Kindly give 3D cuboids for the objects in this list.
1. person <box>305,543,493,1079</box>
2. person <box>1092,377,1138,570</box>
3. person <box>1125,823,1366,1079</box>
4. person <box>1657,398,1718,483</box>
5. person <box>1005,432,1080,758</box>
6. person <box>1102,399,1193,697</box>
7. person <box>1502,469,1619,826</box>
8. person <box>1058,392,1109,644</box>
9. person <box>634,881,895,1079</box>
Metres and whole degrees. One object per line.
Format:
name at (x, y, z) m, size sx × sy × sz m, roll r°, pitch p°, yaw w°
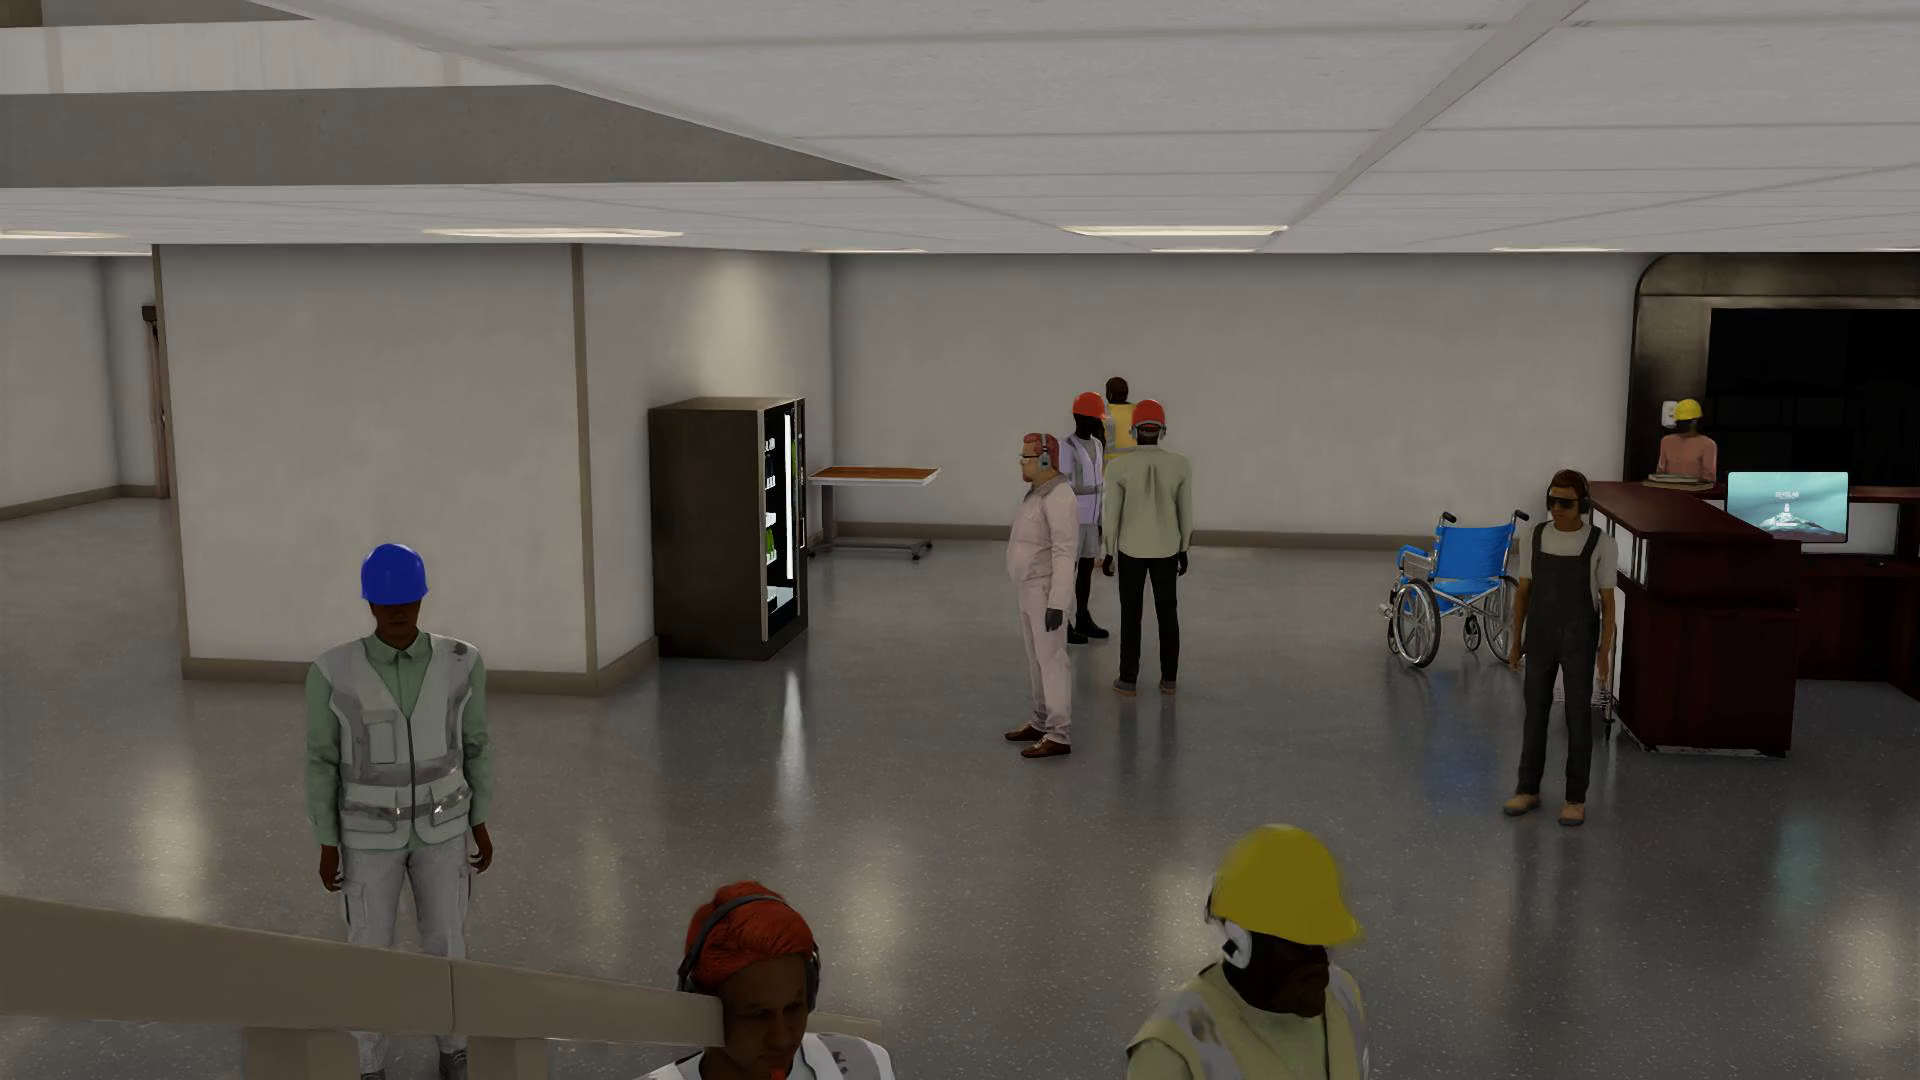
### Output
person at (-1.886, 0.969, 5.649) m, size 0.605 × 1.948 × 0.384 m, roll -5°, pitch 11°, yaw -30°
person at (1.492, -0.637, 15.888) m, size 0.630 × 1.842 × 0.429 m, roll -5°, pitch 10°, yaw -27°
person at (0.579, 1.426, 3.195) m, size 0.591 × 1.831 × 0.403 m, roll -8°, pitch 12°, yaw -41°
person at (6.252, -0.347, 14.364) m, size 0.346 × 1.759 × 0.535 m, roll -7°, pitch 11°, yaw -35°
person at (0.471, 0.317, 9.798) m, size 0.407 × 1.906 × 0.655 m, roll -2°, pitch 9°, yaw -12°
person at (1.248, 0.058, 11.123) m, size 0.610 × 1.996 × 0.379 m, roll -1°, pitch 9°, yaw -7°
person at (3.095, 0.545, 8.578) m, size 0.515 × 1.842 × 0.328 m, roll 7°, pitch 12°, yaw 37°
person at (0.947, -0.171, 12.748) m, size 0.390 × 1.929 × 0.545 m, roll 8°, pitch 12°, yaw 39°
person at (-0.341, 1.472, 2.746) m, size 0.586 × 1.880 × 0.341 m, roll -6°, pitch 11°, yaw -32°
